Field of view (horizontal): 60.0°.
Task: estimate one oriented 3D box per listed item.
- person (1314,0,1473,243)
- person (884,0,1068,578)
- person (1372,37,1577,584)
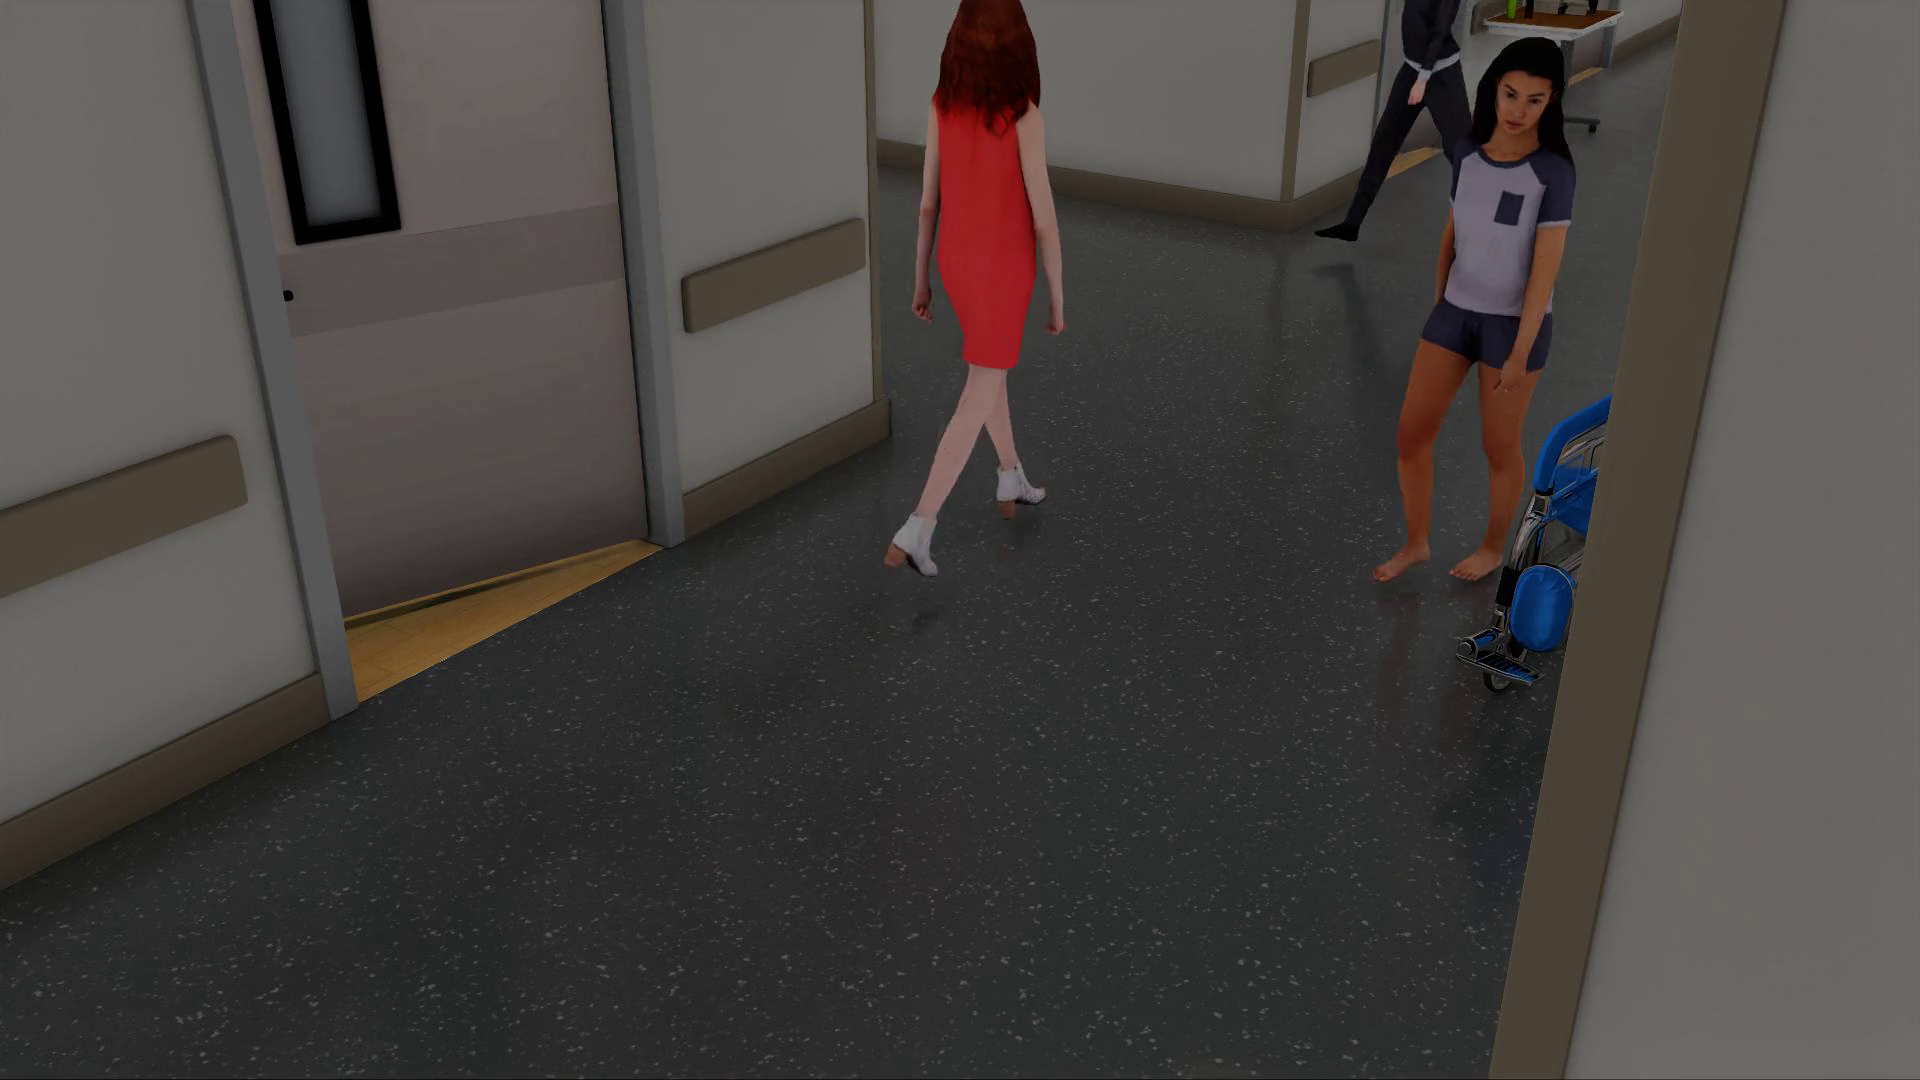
[{"bbox_3d":[2.489,-2.330,8.536,1.210,1.720,1.155,-5,26,-10],"label":"person"},{"bbox_3d":[0.021,-0.722,5.128,0.671,1.785,1.156,19,32,34],"label":"person"},{"bbox_3d":[1.667,-0.649,5.069,0.783,1.704,0.699,-21,33,-36],"label":"person"}]
